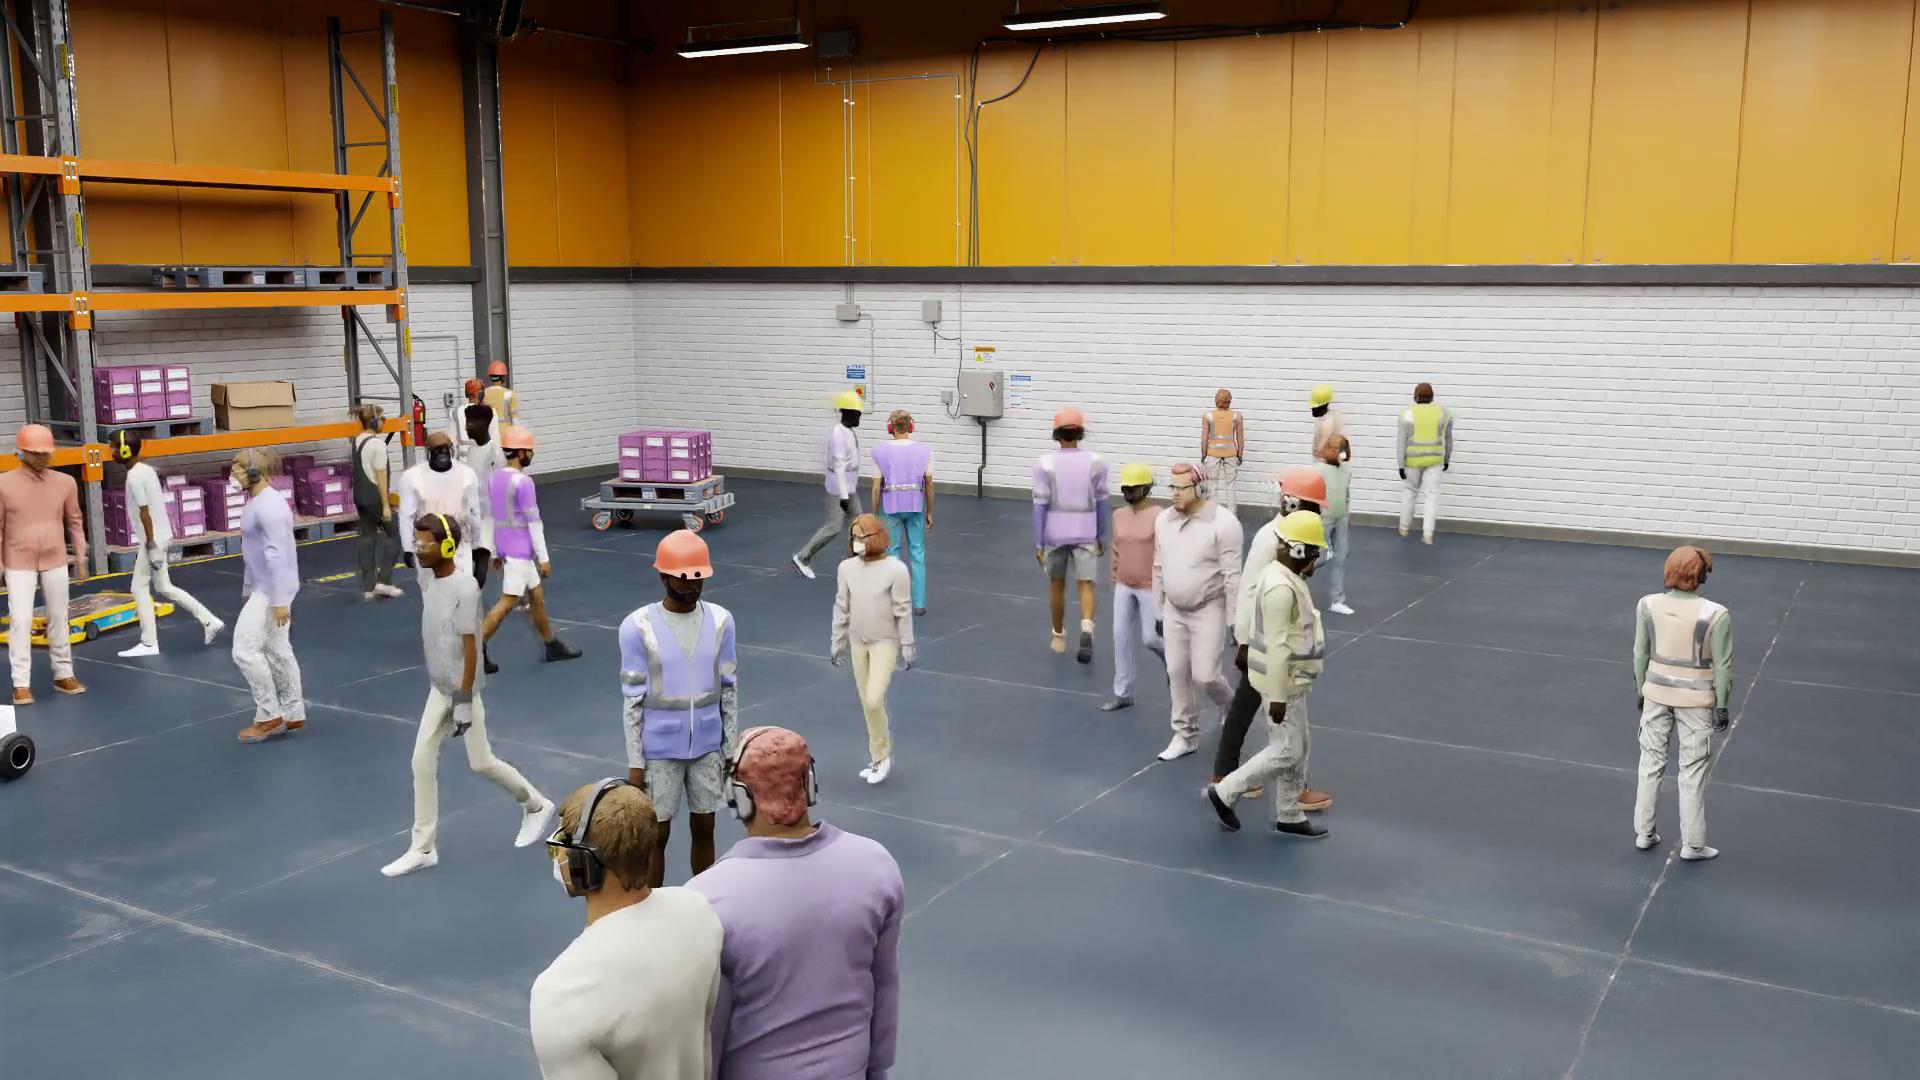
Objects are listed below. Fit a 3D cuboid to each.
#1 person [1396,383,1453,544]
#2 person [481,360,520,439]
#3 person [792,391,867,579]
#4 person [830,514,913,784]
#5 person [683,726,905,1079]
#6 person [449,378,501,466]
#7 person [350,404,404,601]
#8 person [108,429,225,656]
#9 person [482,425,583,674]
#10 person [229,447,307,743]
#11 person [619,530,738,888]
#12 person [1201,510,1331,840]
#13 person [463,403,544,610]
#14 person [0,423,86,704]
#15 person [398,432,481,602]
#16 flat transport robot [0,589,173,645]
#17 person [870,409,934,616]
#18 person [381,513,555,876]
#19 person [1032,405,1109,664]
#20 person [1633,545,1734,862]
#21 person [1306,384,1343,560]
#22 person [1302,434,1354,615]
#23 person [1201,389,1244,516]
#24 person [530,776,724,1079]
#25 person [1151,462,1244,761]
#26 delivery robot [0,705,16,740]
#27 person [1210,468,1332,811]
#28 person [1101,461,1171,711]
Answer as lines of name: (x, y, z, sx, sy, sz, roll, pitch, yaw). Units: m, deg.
person: (5.259, -0.883, 18.899, 0.629, 1.804, 0.828, 2, 9, 10)
person: (-5.834, -1.302, 21.070, 0.551, 1.935, 0.372, 0, 9, -1)
person: (-1.222, -0.527, 16.389, 0.867, 1.897, 0.595, 2, 9, 12)
person: (-0.554, 0.650, 9.883, 0.522, 1.611, 0.518, 6, 11, 32)
person: (-0.458, 1.407, 4.278, 0.639, 1.902, 0.407, -6, 11, -34)
person: (-5.321, -0.836, 18.325, 0.579, 1.882, 0.342, 2, 9, 10)
person: (-5.378, -0.346, 15.423, 0.535, 1.832, 0.485, 7, 11, 37)
person: (-6.323, 0.015, 13.230, 0.733, 1.832, 0.537, -2, 9, -14)
person: (-3.402, 0.071, 12.698, 1.011, 1.889, 0.556, -7, 12, -38)
person: (-4.559, 0.360, 10.757, 0.607, 1.915, 0.653, -5, 10, -28)
person: (-1.217, 0.905, 7.341, 0.540, 1.930, 0.384, -5, 11, -30)
person: (1.650, 0.730, 8.812, 0.597, 1.799, 0.617, 2, 9, 10)
person: (-4.139, -0.267, 14.718, 1.017, 1.913, 0.617, -7, 12, -39)
person: (-6.552, 0.158, 11.834, 0.415, 1.986, 0.630, 9, 12, 43)
person: (-4.081, 0.048, 13.114, 0.648, 1.783, 0.986, -4, 10, -24)
flat transport robot: (-7.421, 0.646, 14.095, 0.652, 0.197, 1.431, 2, 9, 10)
person: (-0.508, -0.230, 14.672, 0.566, 1.842, 0.389, -2, 9, -12)
person: (-2.530, 0.756, 8.537, 0.518, 1.841, 0.889, 8, 12, 42)
person: (0.864, -0.040, 12.953, 0.611, 2.024, 0.858, 0, 9, -2)
person: (3.728, 0.843, 8.612, 0.307, 1.639, 0.513, -8, 12, -41)
person: (3.888, -0.722, 17.645, 0.482, 1.876, 0.730, 2, 9, 13)
person: (3.285, -0.162, 14.939, 0.508, 1.615, 0.625, -6, 11, -31)
person: (3.183, -1.015, 20.202, 0.522, 1.640, 0.306, 1, 9, 4)
person: (-0.754, 1.474, 3.741, 0.369, 1.939, 0.631, 3, 10, 18)
person: (1.500, 0.442, 10.347, 0.672, 1.885, 0.539, 9, 13, 44)
delivery robot: (-5.933, 1.149, 9.778, 0.477, 0.478, 0.707, 2, 9, 14)
person: (1.830, 0.556, 9.460, 0.854, 1.934, 0.633, 4, 10, 23)
person: (1.282, 0.311, 11.596, 0.534, 1.747, 0.618, 8, 12, 40)
